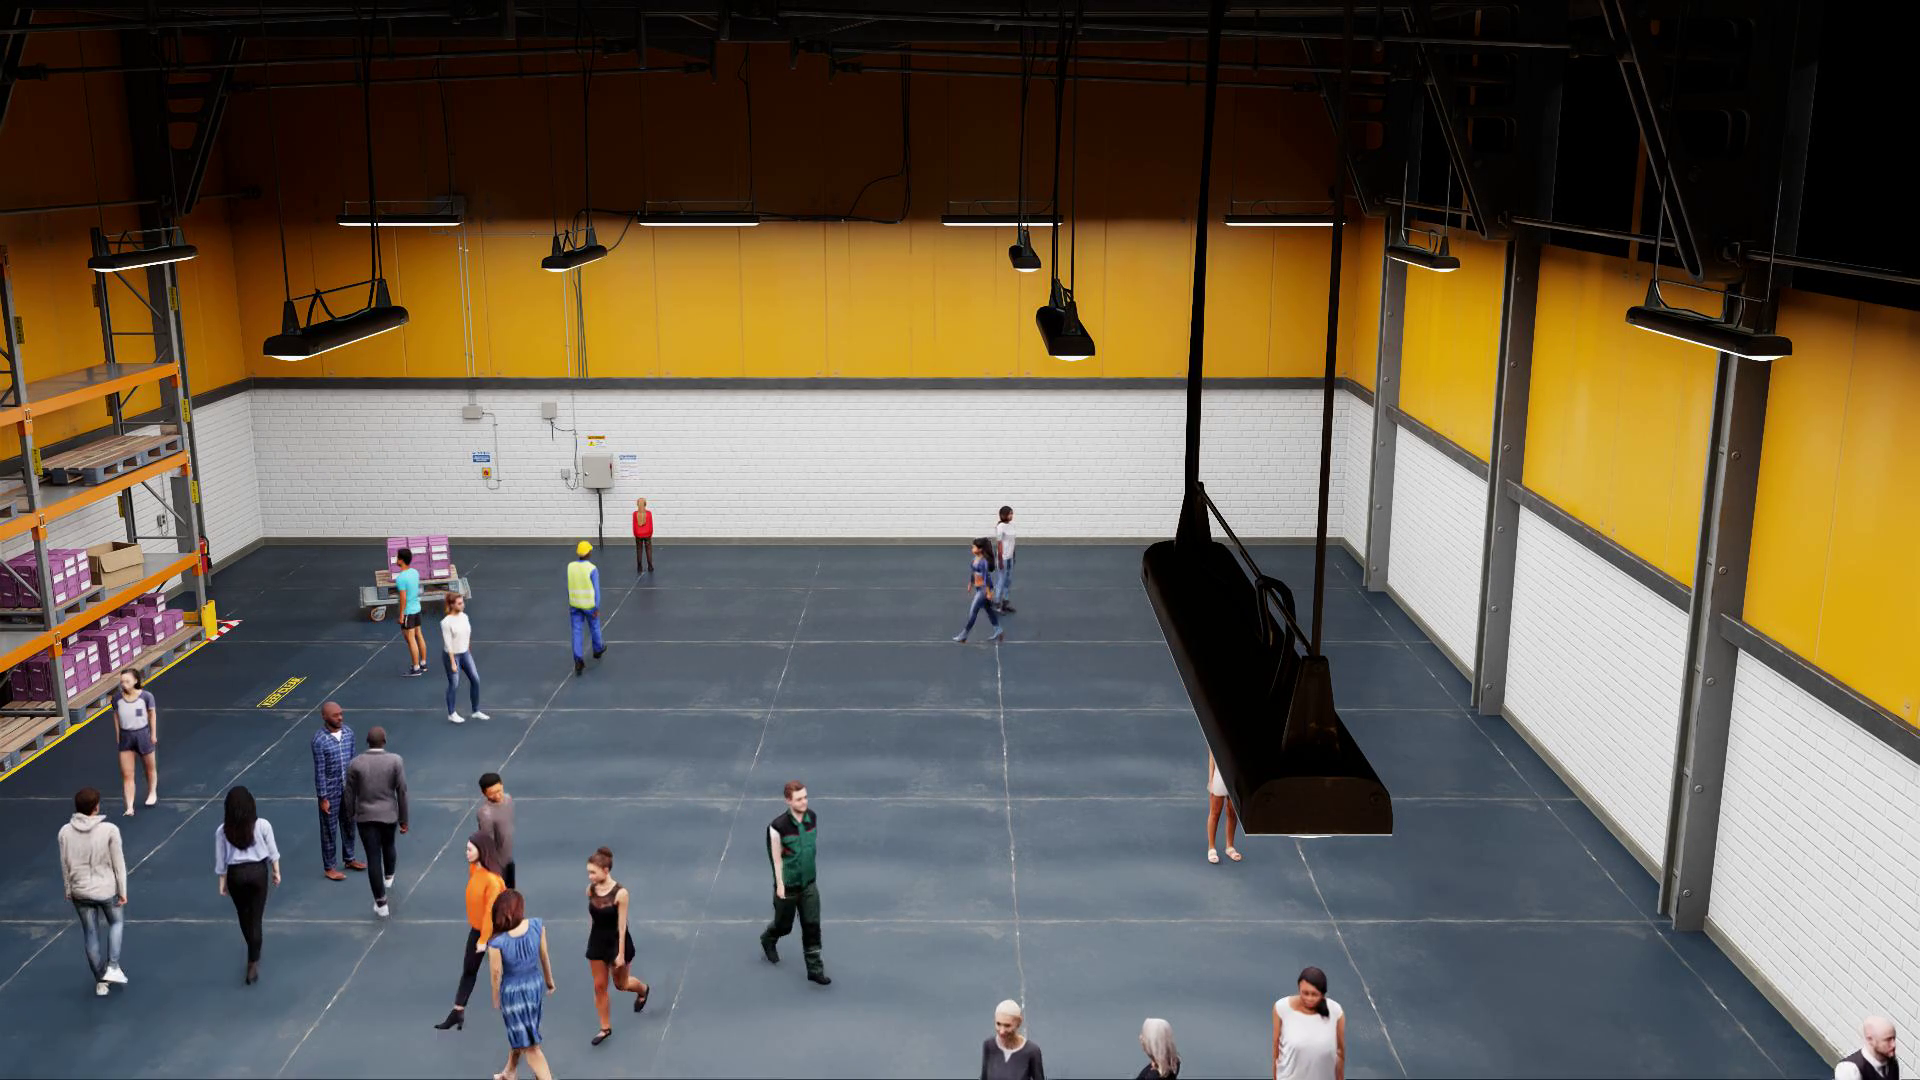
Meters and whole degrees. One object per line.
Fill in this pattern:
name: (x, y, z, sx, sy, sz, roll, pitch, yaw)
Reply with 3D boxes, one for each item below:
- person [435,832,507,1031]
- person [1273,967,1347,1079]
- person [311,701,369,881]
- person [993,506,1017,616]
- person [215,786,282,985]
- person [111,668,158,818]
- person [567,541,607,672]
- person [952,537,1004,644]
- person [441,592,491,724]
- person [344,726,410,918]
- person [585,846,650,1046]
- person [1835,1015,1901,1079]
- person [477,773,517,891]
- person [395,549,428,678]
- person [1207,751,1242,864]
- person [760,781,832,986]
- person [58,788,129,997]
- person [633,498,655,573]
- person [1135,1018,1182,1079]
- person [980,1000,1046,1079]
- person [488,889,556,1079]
person: (-3.783, 3.223, 13.775, 1.137, 1.707, 1.087, -13, 19, -43)
person: (2.460, 3.757, 11.695, 0.698, 1.648, 1.093, 1, 14, 4)
person: (-6.246, 2.476, 16.625, 0.816, 1.818, 0.717, 8, 16, 30)
person: (0.695, 0.298, 25.832, 0.724, 1.719, 0.636, 9, 16, 34)
person: (-6.228, 3.037, 14.528, 0.871, 1.715, 1.037, -5, 14, -19)
person: (-9.005, 2.189, 18.249, 0.738, 1.613, 1.042, -3, 14, -11)
person: (-5.254, 0.943, 23.057, 0.740, 1.771, 1.195, 1, 14, 5)
person: (0.395, 0.757, 24.254, 0.910, 1.569, 1.057, -5, 14, -18)
person: (-6.406, 1.488, 20.950, 0.870, 1.703, 0.838, 8, 16, 30)
person: (-5.530, 2.710, 15.792, 1.018, 1.756, 1.283, -6, 15, -22)
person: (-2.809, 3.280, 13.629, 0.793, 1.665, 0.973, 7, 15, 25)
person: (5.776, 3.891, 10.795, 0.919, 1.811, 1.000, -9, 16, -33)
person: (-4.212, 2.891, 15.099, 0.904, 1.729, 0.647, -8, 16, -29)
person: (-7.554, 0.988, 22.866, 0.709, 1.773, 0.495, 2, 14, 9)
person: (2.731, 2.448, 17.001, 0.611, 1.695, 0.616, -3, 14, -11)
person: (-1.496, 2.974, 14.581, 1.073, 1.813, 1.203, -11, 17, -37)
person: (-7.422, 3.048, 14.224, 0.783, 1.837, 0.811, -5, 14, -18)
person: (-5.414, -0.095, 28.382, 0.523, 1.281, 0.523, -3, 14, -12)
person: (1.273, 3.914, 10.843, 0.760, 1.744, 0.649, 7, 15, 26)
person: (0.378, 3.833, 11.254, 0.738, 1.708, 0.810, 6, 15, 24)
person: (-3.219, 3.521, 12.454, 1.160, 1.751, 1.192, 10, 17, 36)
